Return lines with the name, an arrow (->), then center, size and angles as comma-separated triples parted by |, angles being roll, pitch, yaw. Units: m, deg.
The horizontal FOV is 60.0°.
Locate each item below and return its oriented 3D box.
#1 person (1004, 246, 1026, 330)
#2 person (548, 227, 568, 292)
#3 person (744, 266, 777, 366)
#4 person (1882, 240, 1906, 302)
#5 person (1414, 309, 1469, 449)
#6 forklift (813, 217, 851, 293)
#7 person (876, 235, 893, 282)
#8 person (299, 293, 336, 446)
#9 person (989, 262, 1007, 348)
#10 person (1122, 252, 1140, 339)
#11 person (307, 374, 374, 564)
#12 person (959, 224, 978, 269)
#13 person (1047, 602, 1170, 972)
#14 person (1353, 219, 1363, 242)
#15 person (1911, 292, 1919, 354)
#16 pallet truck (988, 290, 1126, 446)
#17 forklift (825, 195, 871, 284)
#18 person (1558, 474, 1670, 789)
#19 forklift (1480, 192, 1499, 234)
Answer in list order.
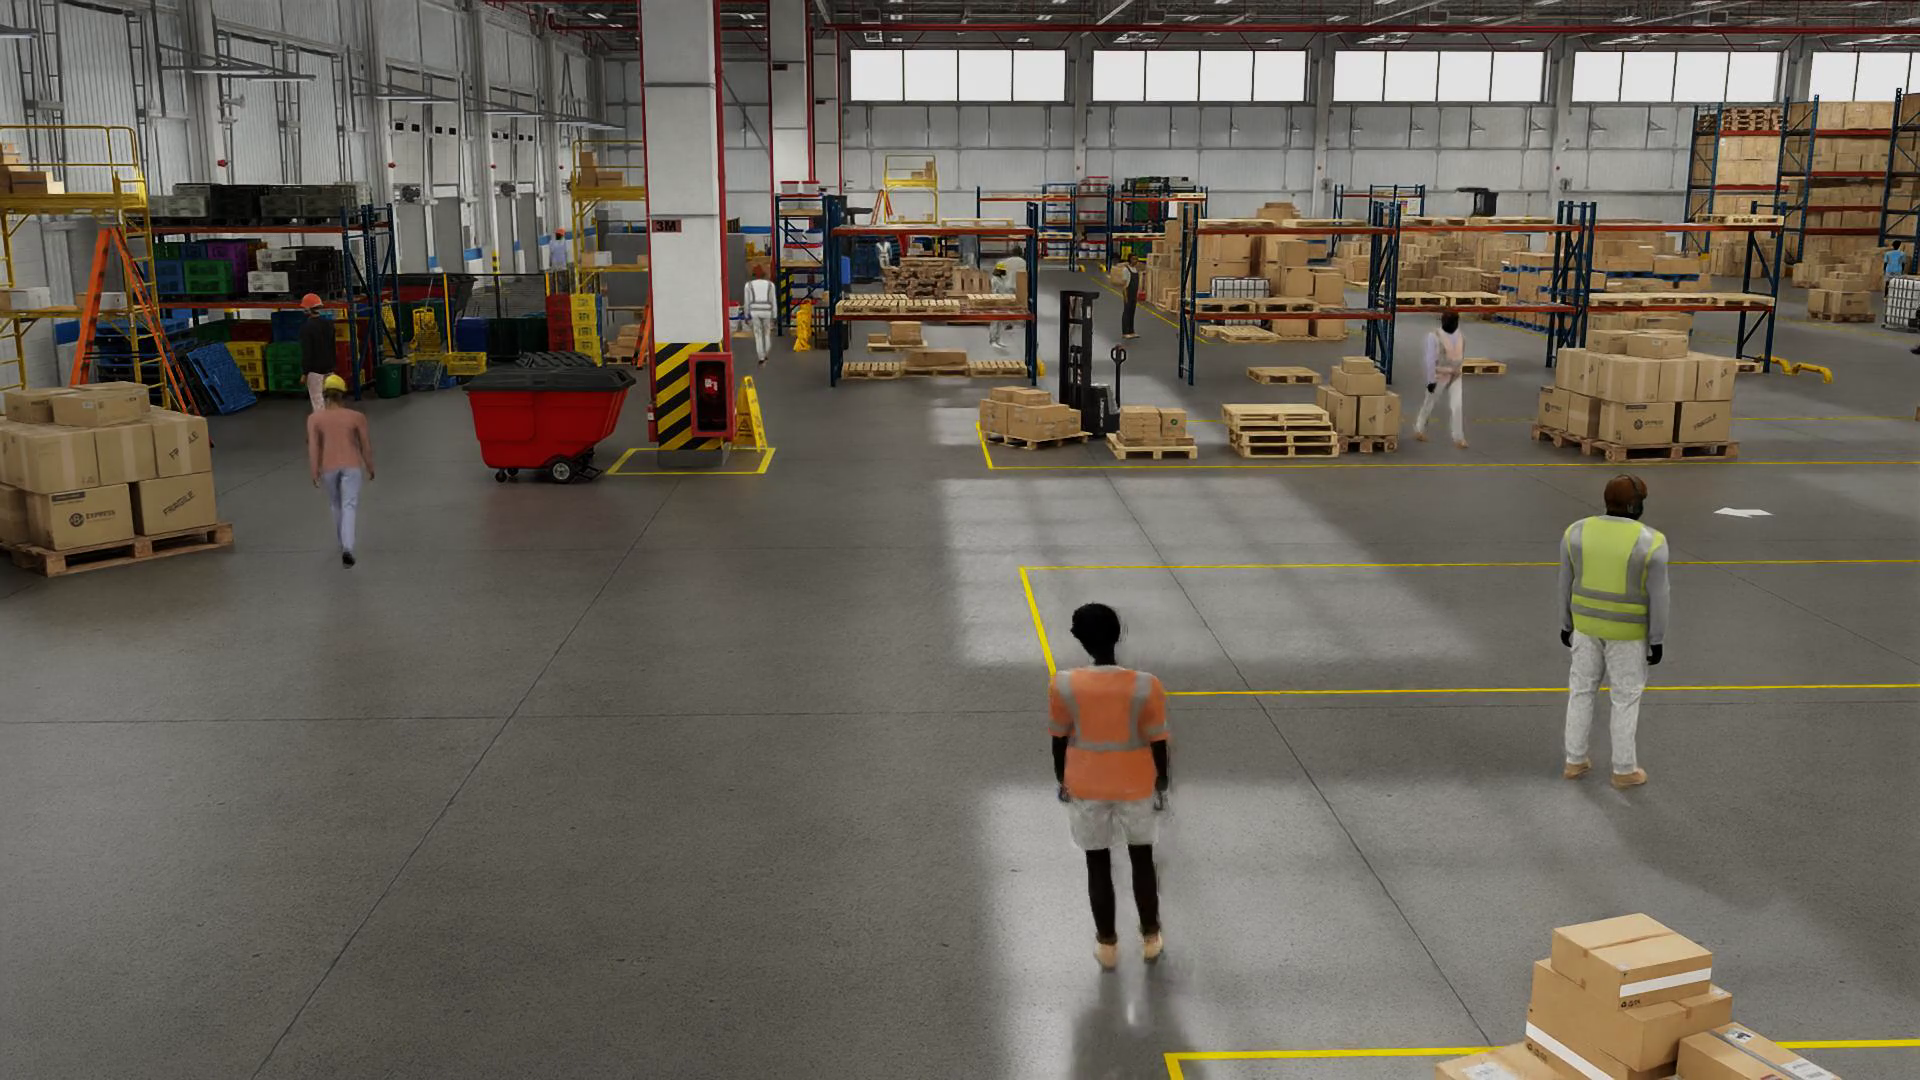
person -> 1.299, -5.767, 38.043 | 0.638, 1.885, 1.037 | 5, 13, 21
person -> -11.942, -8.317, 49.437 | 0.562, 1.938, 0.374 | -7, 14, -29
person -> -3.733, -4.182, 31.011 | 0.601, 1.824, 0.995 | -3, 13, -15
person -> 25.719, -7.399, 45.815 | 0.539, 1.698, 0.318 | 5, 13, 21
person -> 6.319, -2.123, 21.782 | 0.639, 1.801, 0.943 | -5, 13, -21
forklift -> -4.179, -8.622, 48.651 | 1.873, 2.768, 1.129 | -2, 13, -7
person -> -2.412, -8.945, 52.951 | 0.532, 1.621, 0.396 | -1, 13, -4
person -> -8.402, -2.225, 21.783 | 0.379, 1.995, 0.613 | 4, 13, 19
person -> 0.801, -4.812, 34.040 | 0.313, 1.741, 0.487 | 6, 14, 25
person -> 3.689, -5.266, 35.854 | 0.345, 1.846, 0.508 | 10, 16, 37
person -> -5.712, -0.660, 15.338 | 0.532, 1.732, 0.894 | -3, 13, -11
person -> 0.257, -9.266, 53.750 | 0.636, 1.919, 0.693 | 3, 13, 15
person -> 0.656, 1.107, 7.467 | 0.559, 1.674, 0.368 | 2, 13, 9
person -> 14.175, -10.498, 59.358 | 0.444, 1.891, 0.647 | -3, 13, -15
person -> 18.981, -4.545, 32.445 | 0.555, 1.914, 0.746 | -3, 13, -13
pallet truck -> 1.257, -2.299, 22.111 | 1.885, 1.965, 0.823 | -9, 15, -35
forklift -> -3.903, -9.479, 52.520 | 1.873, 2.768, 1.129 | -7, 14, -29
person -> 3.809, 0.527, 9.711 | 0.627, 1.840, 0.429 | 12, 17, 42
forklift -> 19.031, -11.140, 60.016 | 1.873, 2.768, 1.129 | 0, 12, -2
